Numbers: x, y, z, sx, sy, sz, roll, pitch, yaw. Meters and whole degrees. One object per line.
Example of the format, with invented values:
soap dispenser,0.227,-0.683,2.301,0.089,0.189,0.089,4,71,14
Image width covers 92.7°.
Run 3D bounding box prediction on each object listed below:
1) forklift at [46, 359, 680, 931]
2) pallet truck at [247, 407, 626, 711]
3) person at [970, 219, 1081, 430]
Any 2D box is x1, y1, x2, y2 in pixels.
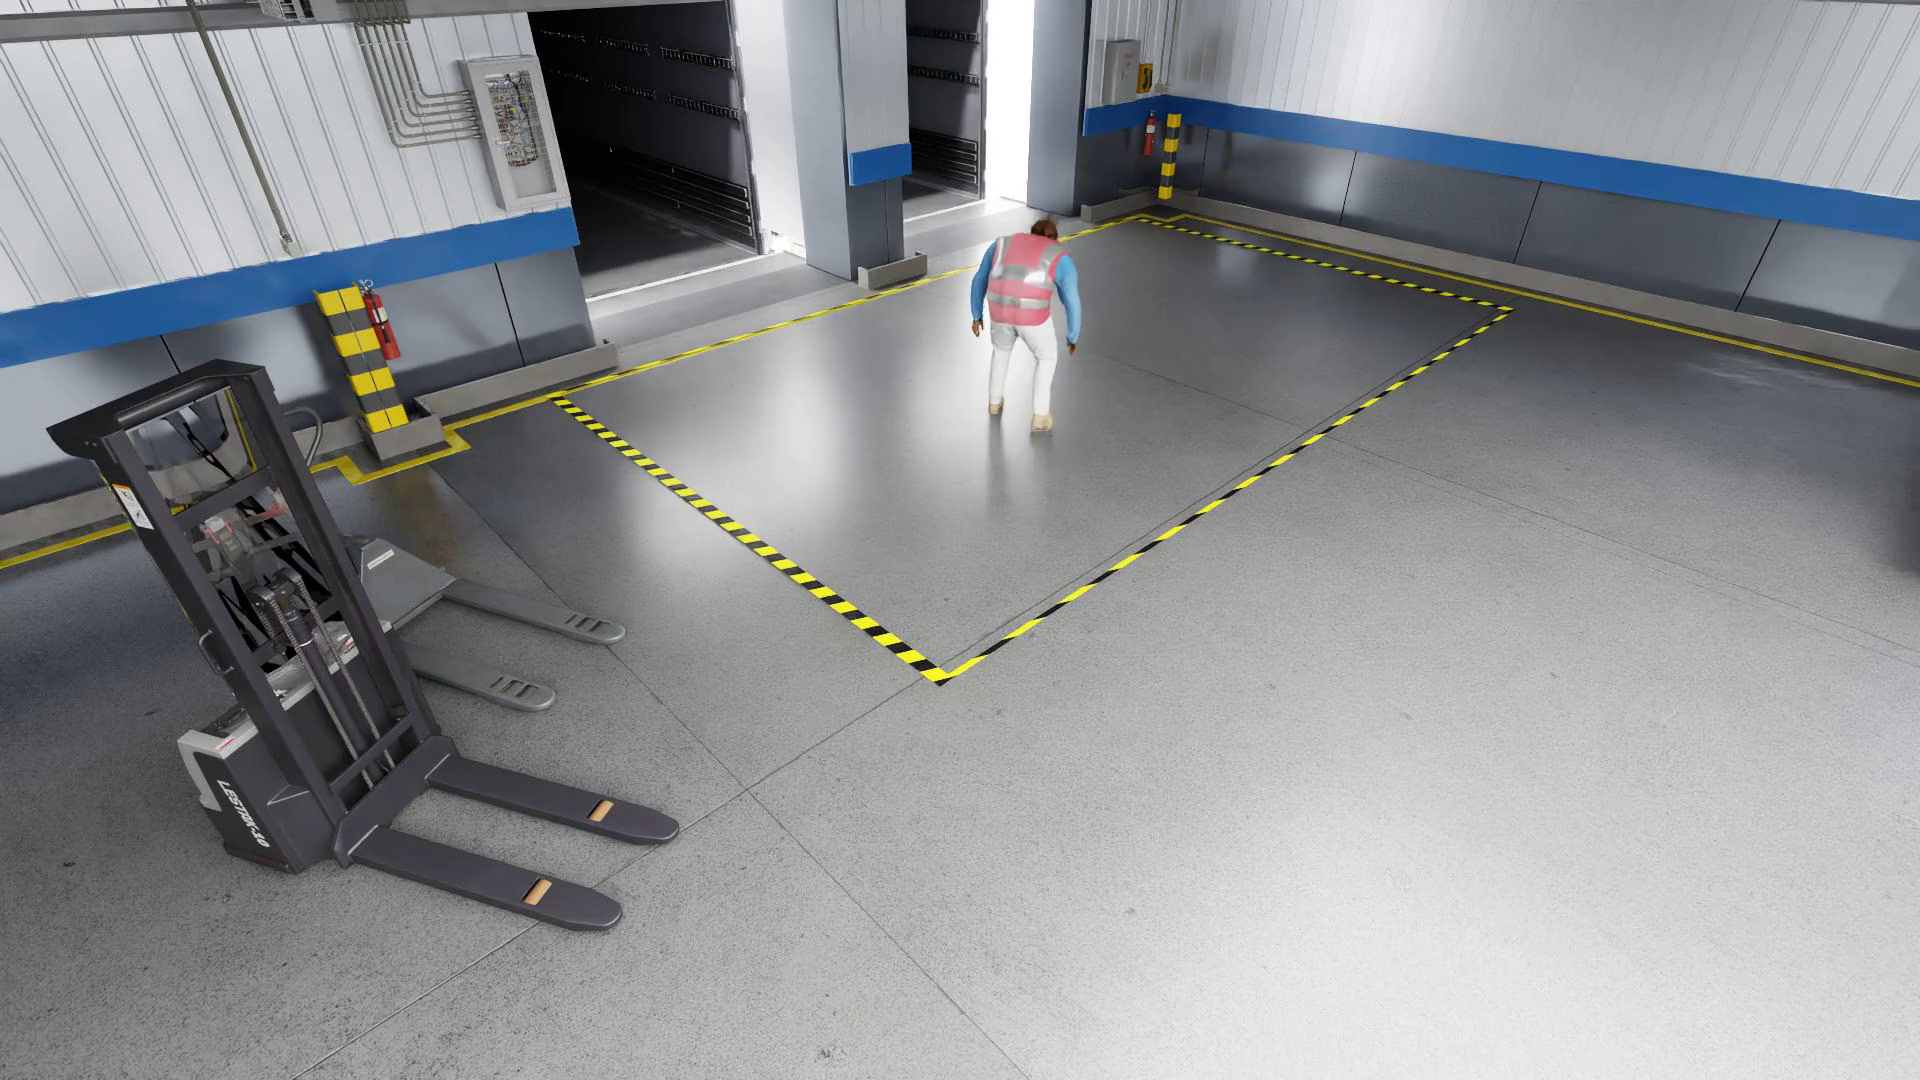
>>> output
forklift,-2.135,0.422,3.354,1.885,1.965,0.823,10,35,14
pallet truck,-2.628,0.038,4.590,1.601,1.201,0.680,12,36,18
person,0.495,-1.614,6.904,0.826,1.388,0.930,12,36,17
